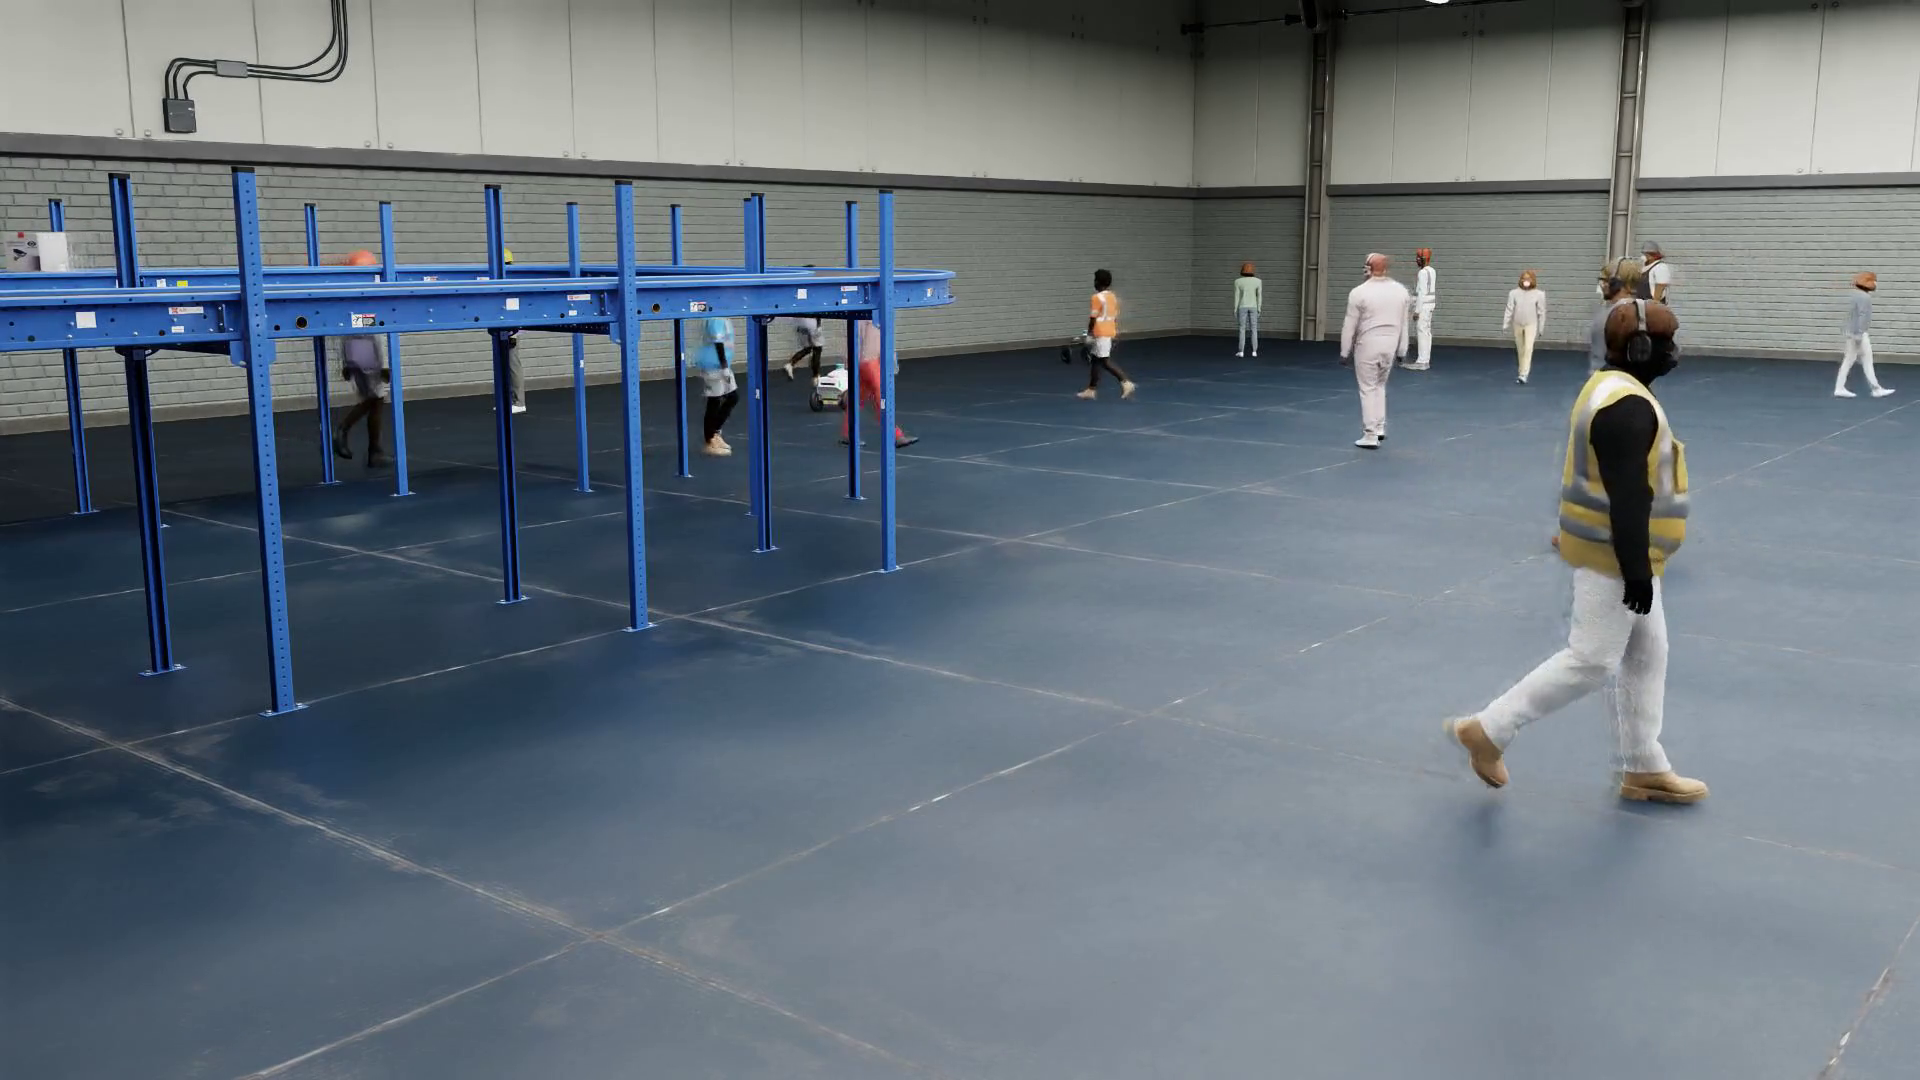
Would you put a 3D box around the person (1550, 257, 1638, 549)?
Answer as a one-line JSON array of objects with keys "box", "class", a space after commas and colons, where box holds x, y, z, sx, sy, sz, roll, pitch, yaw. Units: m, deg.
[{"box": [4.223, -0.835, 10.578, 0.768, 1.916, 0.636, 8, 13, 38], "class": "person"}]

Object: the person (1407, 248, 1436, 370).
[{"box": [7.264, -3.624, 26.113, 0.355, 1.885, 0.575, 6, 12, 30], "class": "person"}]

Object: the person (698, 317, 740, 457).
[{"box": [-2.255, -1.619, 15.543, 0.370, 1.681, 0.547, 0, 10, 0], "class": "person"}]

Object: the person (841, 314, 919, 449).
[{"box": [-0.806, -1.745, 16.142, 0.898, 1.711, 0.545, 4, 11, 23], "class": "person"}]

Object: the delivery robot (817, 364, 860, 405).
[{"box": [-1.432, -1.864, 19.902, 0.477, 0.478, 0.707, 4, 11, 20], "class": "delivery robot"}]

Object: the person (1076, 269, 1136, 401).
[{"box": [1.862, -2.585, 20.974, 0.811, 1.661, 0.524, 5, 11, 27], "class": "person"}]

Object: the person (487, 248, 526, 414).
[{"box": [-5.303, -2.445, 19.458, 0.369, 1.925, 0.594, -6, 12, -28], "class": "person"}]

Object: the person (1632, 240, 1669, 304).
[{"box": [10.874, -3.683, 26.124, 0.756, 2.000, 0.679, -1, 10, -7], "class": "person"}]

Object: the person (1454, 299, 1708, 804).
[{"box": [2.265, 0.048, 5.953, 0.824, 1.819, 0.617, 4, 11, 19], "class": "person"}]

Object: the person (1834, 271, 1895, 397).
[{"box": [11.668, -2.636, 21.377, 0.688, 1.601, 0.526, 3, 11, 17], "class": "person"}]

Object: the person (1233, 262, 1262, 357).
[{"box": [4.992, -4.005, 28.916, 0.498, 1.634, 0.279, 0, 10, -3], "class": "person"}]

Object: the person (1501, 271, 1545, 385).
[{"box": [7.894, -2.969, 23.313, 0.517, 1.588, 0.865, 7, 13, 35], "class": "person"}]

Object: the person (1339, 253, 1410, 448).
[{"box": [4.026, -1.857, 16.330, 0.661, 1.885, 0.600, -4, 11, -19], "class": "person"}]

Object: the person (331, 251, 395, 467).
[{"box": [-5.329, -1.601, 14.797, 0.551, 1.922, 0.515, 10, 14, 43], "class": "person"}]

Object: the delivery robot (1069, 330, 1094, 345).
[{"box": [2.065, -3.340, 27.362, 0.335, 0.223, 0.698, -6, 12, -31], "class": "delivery robot"}]

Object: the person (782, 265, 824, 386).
[{"box": [-2.129, -2.960, 23.003, 0.583, 1.681, 0.540, -8, 13, -37], "class": "person"}]
